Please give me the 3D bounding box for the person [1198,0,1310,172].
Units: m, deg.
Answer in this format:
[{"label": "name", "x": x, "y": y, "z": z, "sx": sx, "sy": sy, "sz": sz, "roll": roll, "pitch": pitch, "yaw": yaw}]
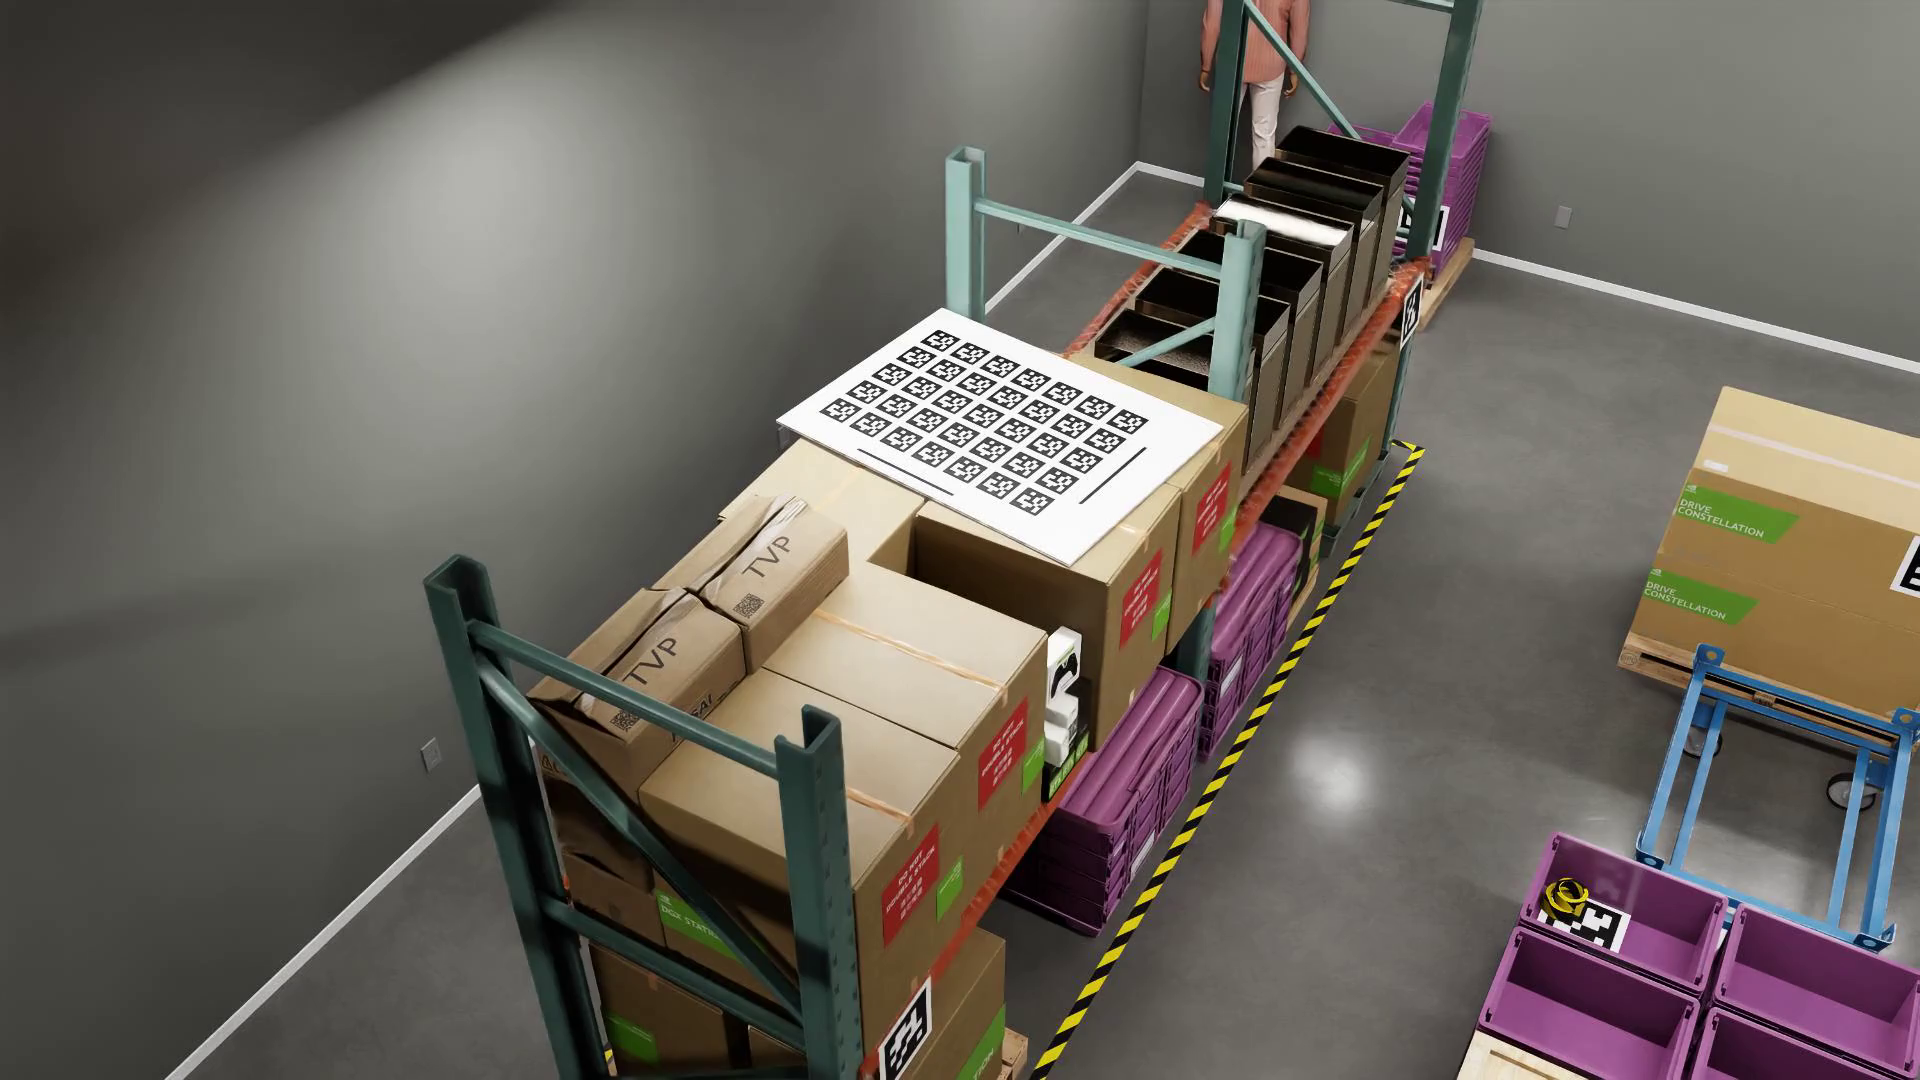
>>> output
[{"label": "person", "x": 1.737, "y": -2.843, "z": 9.941, "sx": 0.625, "sy": 1.992, "sz": 0.389, "roll": 4, "pitch": 40, "yaw": 5}]
